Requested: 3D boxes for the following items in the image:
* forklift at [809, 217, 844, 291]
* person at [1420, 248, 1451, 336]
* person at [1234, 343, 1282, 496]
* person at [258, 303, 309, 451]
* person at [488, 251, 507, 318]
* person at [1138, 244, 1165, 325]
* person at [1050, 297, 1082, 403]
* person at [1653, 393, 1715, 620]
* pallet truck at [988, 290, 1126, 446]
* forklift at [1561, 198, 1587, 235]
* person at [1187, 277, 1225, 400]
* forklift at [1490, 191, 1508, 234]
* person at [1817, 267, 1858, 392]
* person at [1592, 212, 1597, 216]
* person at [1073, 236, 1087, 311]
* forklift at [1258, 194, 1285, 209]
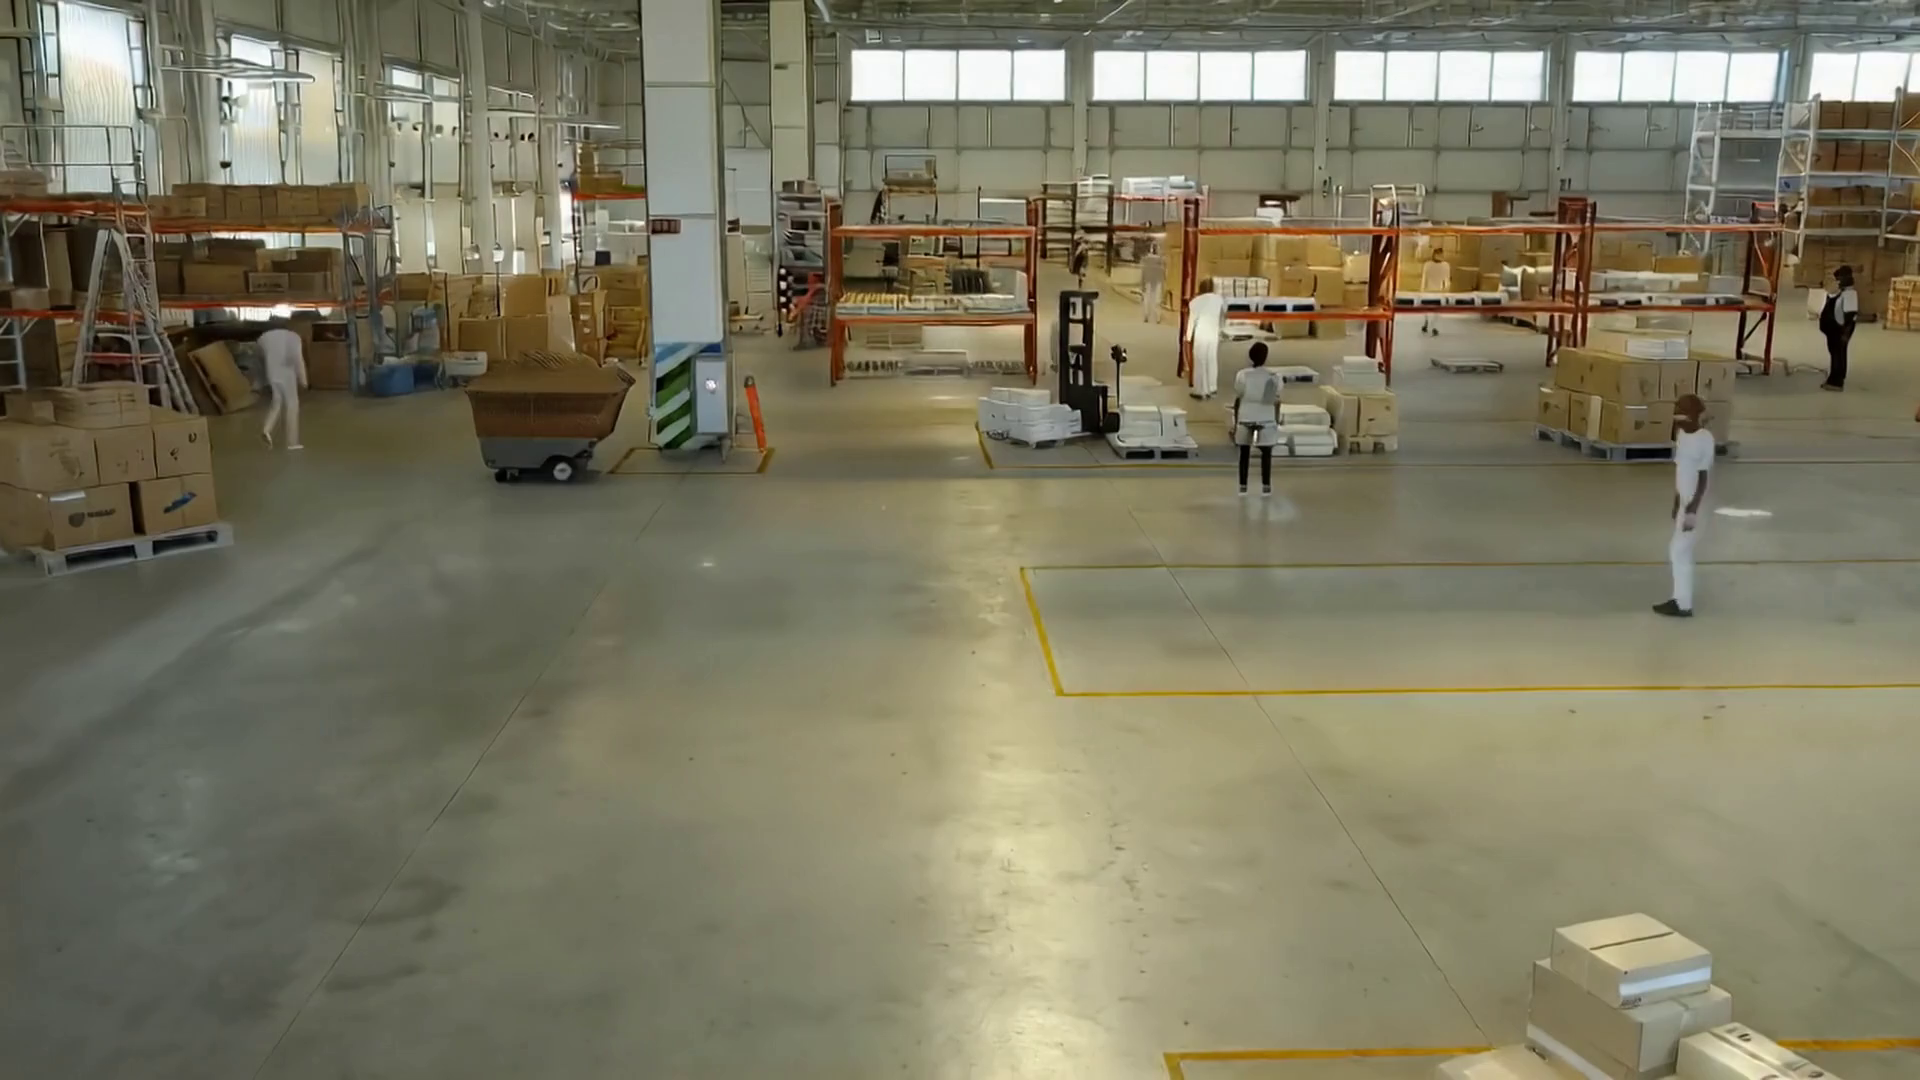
[{"bbox_3d":[-4.375,-8.619,48.637,1.873,2.768,1.129,0,12,-2],"label":"forklift"},{"bbox_3d":[10.411,-5.447,36.490,0.645,1.926,0.608,1,13,3],"label":"person"},{"bbox_3d":[3.301,-1.336,18.449,0.533,1.697,0.318,5,13,21],"label":"person"},{"bbox_3d":[-8.676,-2.061,21.260,0.609,1.906,0.597,3,13,13],"label":"person"},{"bbox_3d":[-11.405,-6.263,40.849,0.521,1.632,0.312,12,17,42],"label":"person"},{"bbox_3d":[4.513,-6.015,39.159,0.652,1.882,1.041,-1,13,-3],"label":"person"},{"bbox_3d":[1.592,-2.503,23.436,0.740,1.817,0.657,-5,13,-20],"label":"person"},{"bbox_3d":[5.824,-0.270,13.325,0.401,1.840,0.569,1,13,3],"label":"person"},{"bbox_3d":[1.257,-2.299,22.111,1.885,1.965,0.823,-9,15,-35],"label":"pallet truck"},{"bbox_3d":[17.204,-8.212,46.797,1.873,2.768,1.129,0,12,-2],"label":"forklift"},{"bbox_3d":[3.864,-3.163,26.150,0.634,1.937,0.361,-6,14,-25],"label":"person"},{"bbox_3d":[20.312,-11.776,62.890,1.873,2.768,1.129,0,12,-2],"label":"forklift"},{"bbox_3d":[14.315,-3.439,27.161,0.537,2.000,0.679,4,13,16],"label":"person"},{"bbox_3d":[26.091,-12.578,68.657,0.552,1.935,0.373,5,13,21],"label":"person"},{"bbox_3d":[3.084,-6.874,42.928,0.383,1.924,0.594,0,12,-2],"label":"person"},{"bbox_3d":[10.275,-10.069,55.182,1.873,2.768,1.129,-9,15,-35],"label":"forklift"}]
